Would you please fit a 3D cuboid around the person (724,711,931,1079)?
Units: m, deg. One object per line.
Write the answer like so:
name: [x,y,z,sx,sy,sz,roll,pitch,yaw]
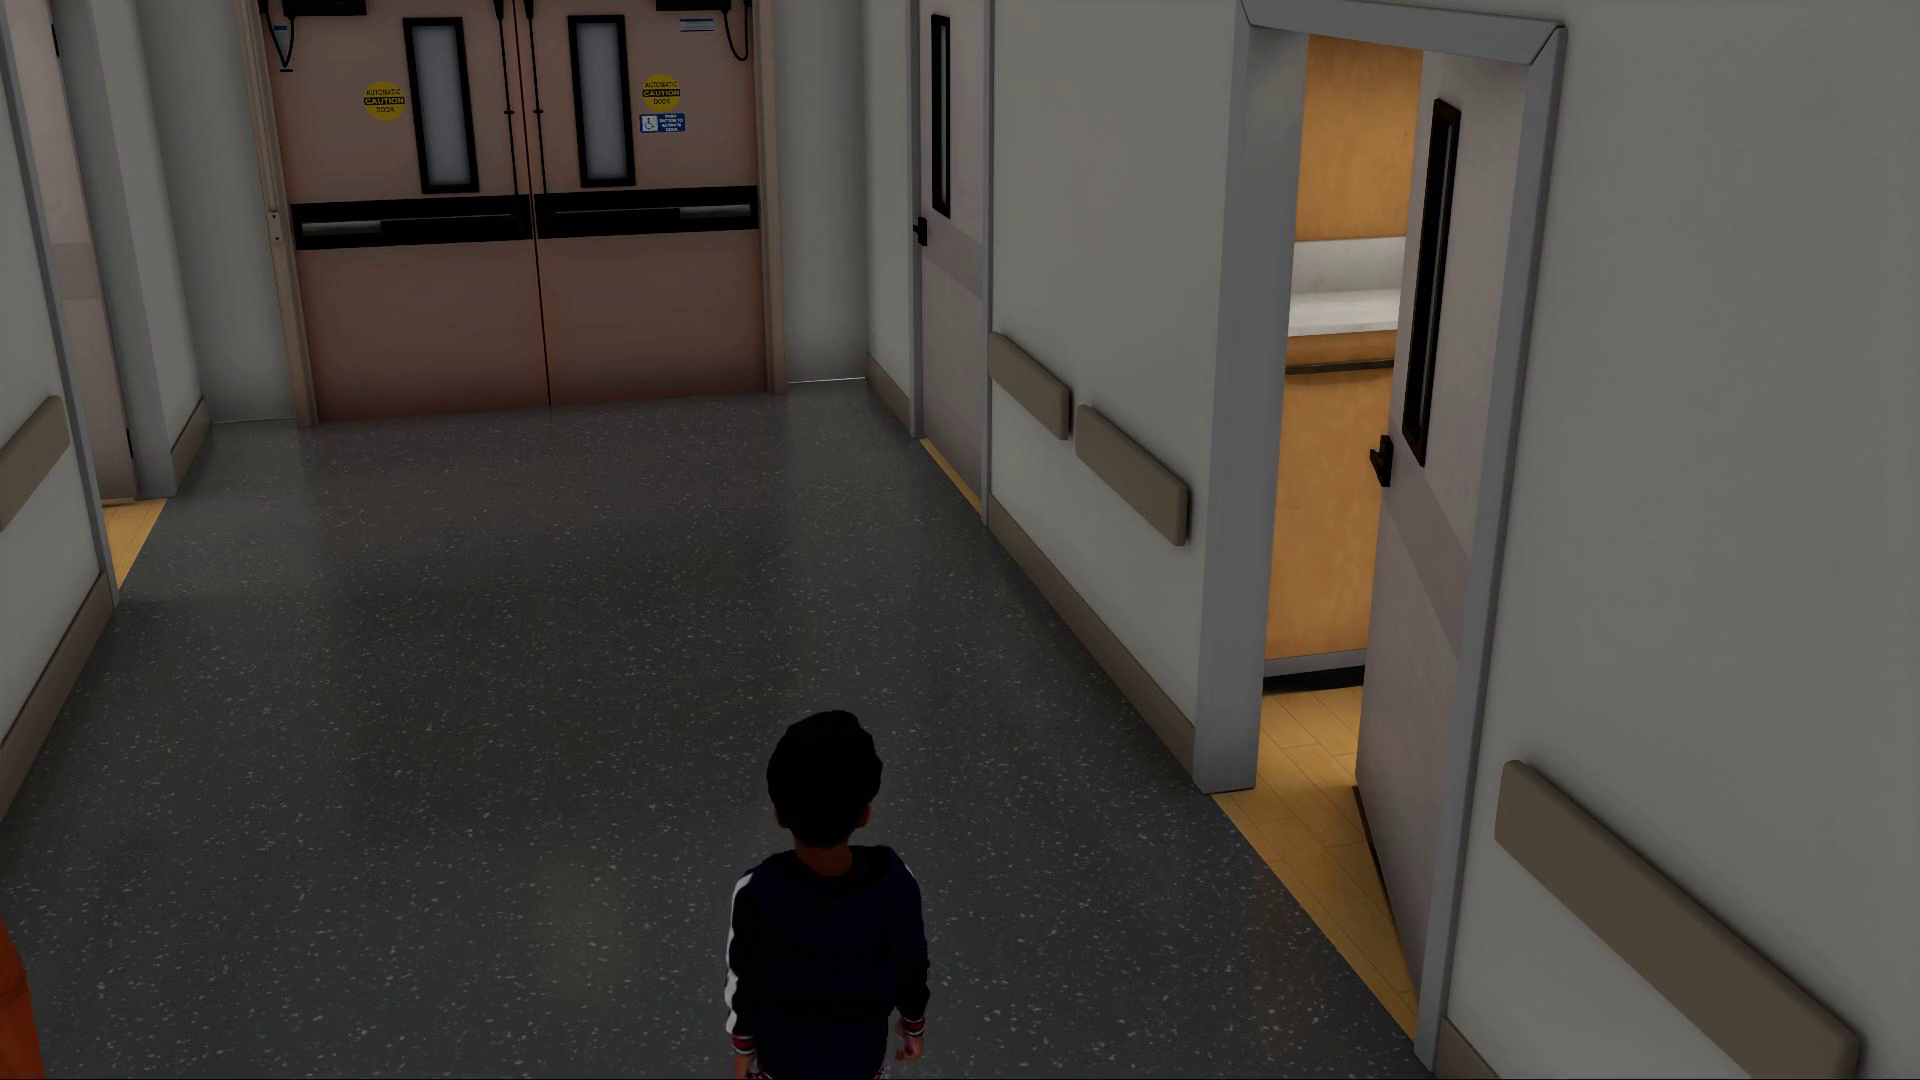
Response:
person: [-0.244,0.895,2.960,0.546,1.213,0.563,-3,21,-9]
